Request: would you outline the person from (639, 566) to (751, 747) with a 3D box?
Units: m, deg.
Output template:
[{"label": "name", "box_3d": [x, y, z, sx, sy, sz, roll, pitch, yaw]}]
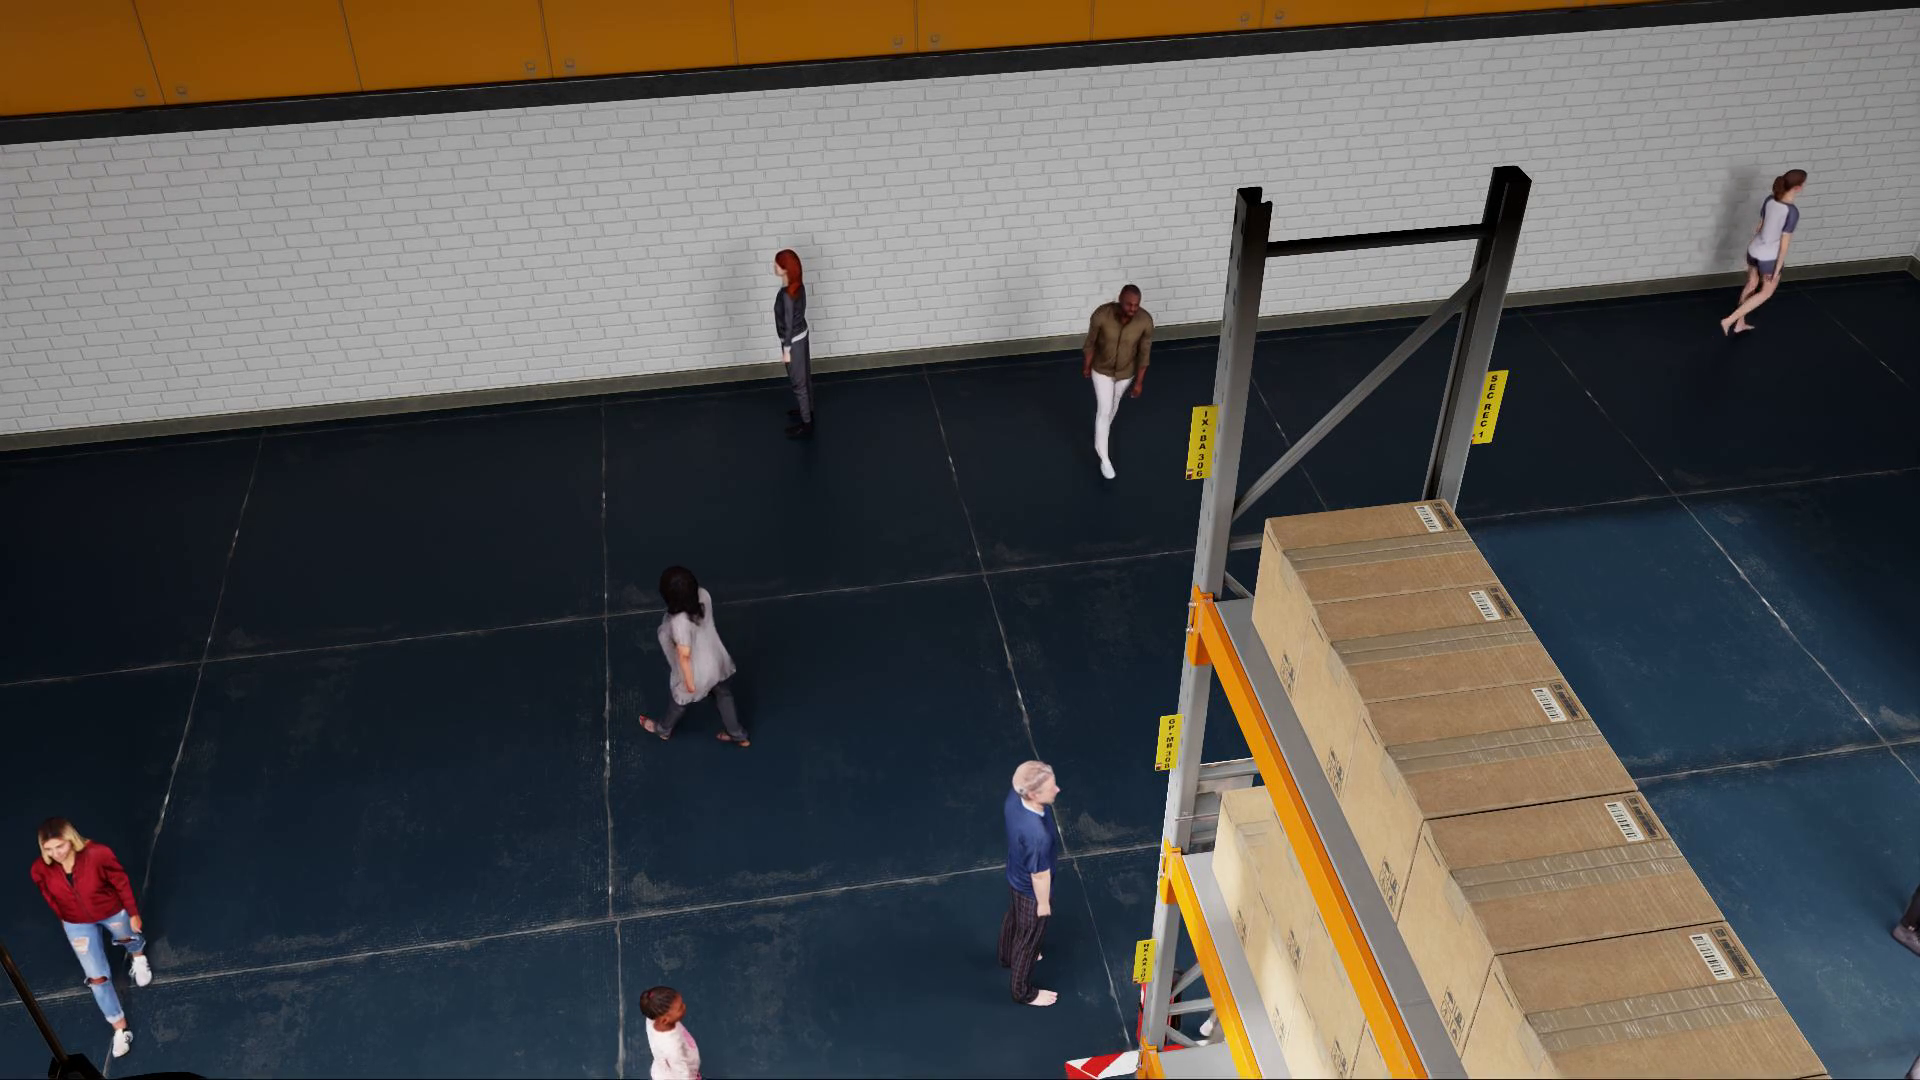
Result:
[{"label": "person", "box_3d": [-1.730, 0.852, 11.381, 1.018, 1.563, 1.064, 14, 41, 17]}]

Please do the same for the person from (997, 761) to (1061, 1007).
[{"label": "person", "box_3d": [0.408, 1.978, 9.725, 0.722, 1.870, 0.475, -8, 39, -10]}]

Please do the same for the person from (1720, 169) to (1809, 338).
[{"label": "person", "box_3d": [7.498, -2.647, 15.613, 0.750, 1.750, 0.834, -15, 41, -18]}]

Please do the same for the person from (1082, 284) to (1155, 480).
[{"label": "person", "box_3d": [1.280, -1.474, 14.124, 0.778, 1.775, 1.018, 1, 39, 2]}]

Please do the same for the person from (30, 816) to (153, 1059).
[{"label": "person", "box_3d": [-5.035, 2.151, 9.737, 0.780, 1.584, 1.118, -15, 41, -18]}]

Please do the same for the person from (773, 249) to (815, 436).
[{"label": "person", "box_3d": [-1.438, -1.724, 14.437, 0.662, 1.775, 0.484, 1, 39, 1]}]

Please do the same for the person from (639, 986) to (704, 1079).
[{"label": "person", "box_3d": [-1.596, 2.909, 8.915, 0.714, 1.426, 0.930, -12, 40, -14]}]
